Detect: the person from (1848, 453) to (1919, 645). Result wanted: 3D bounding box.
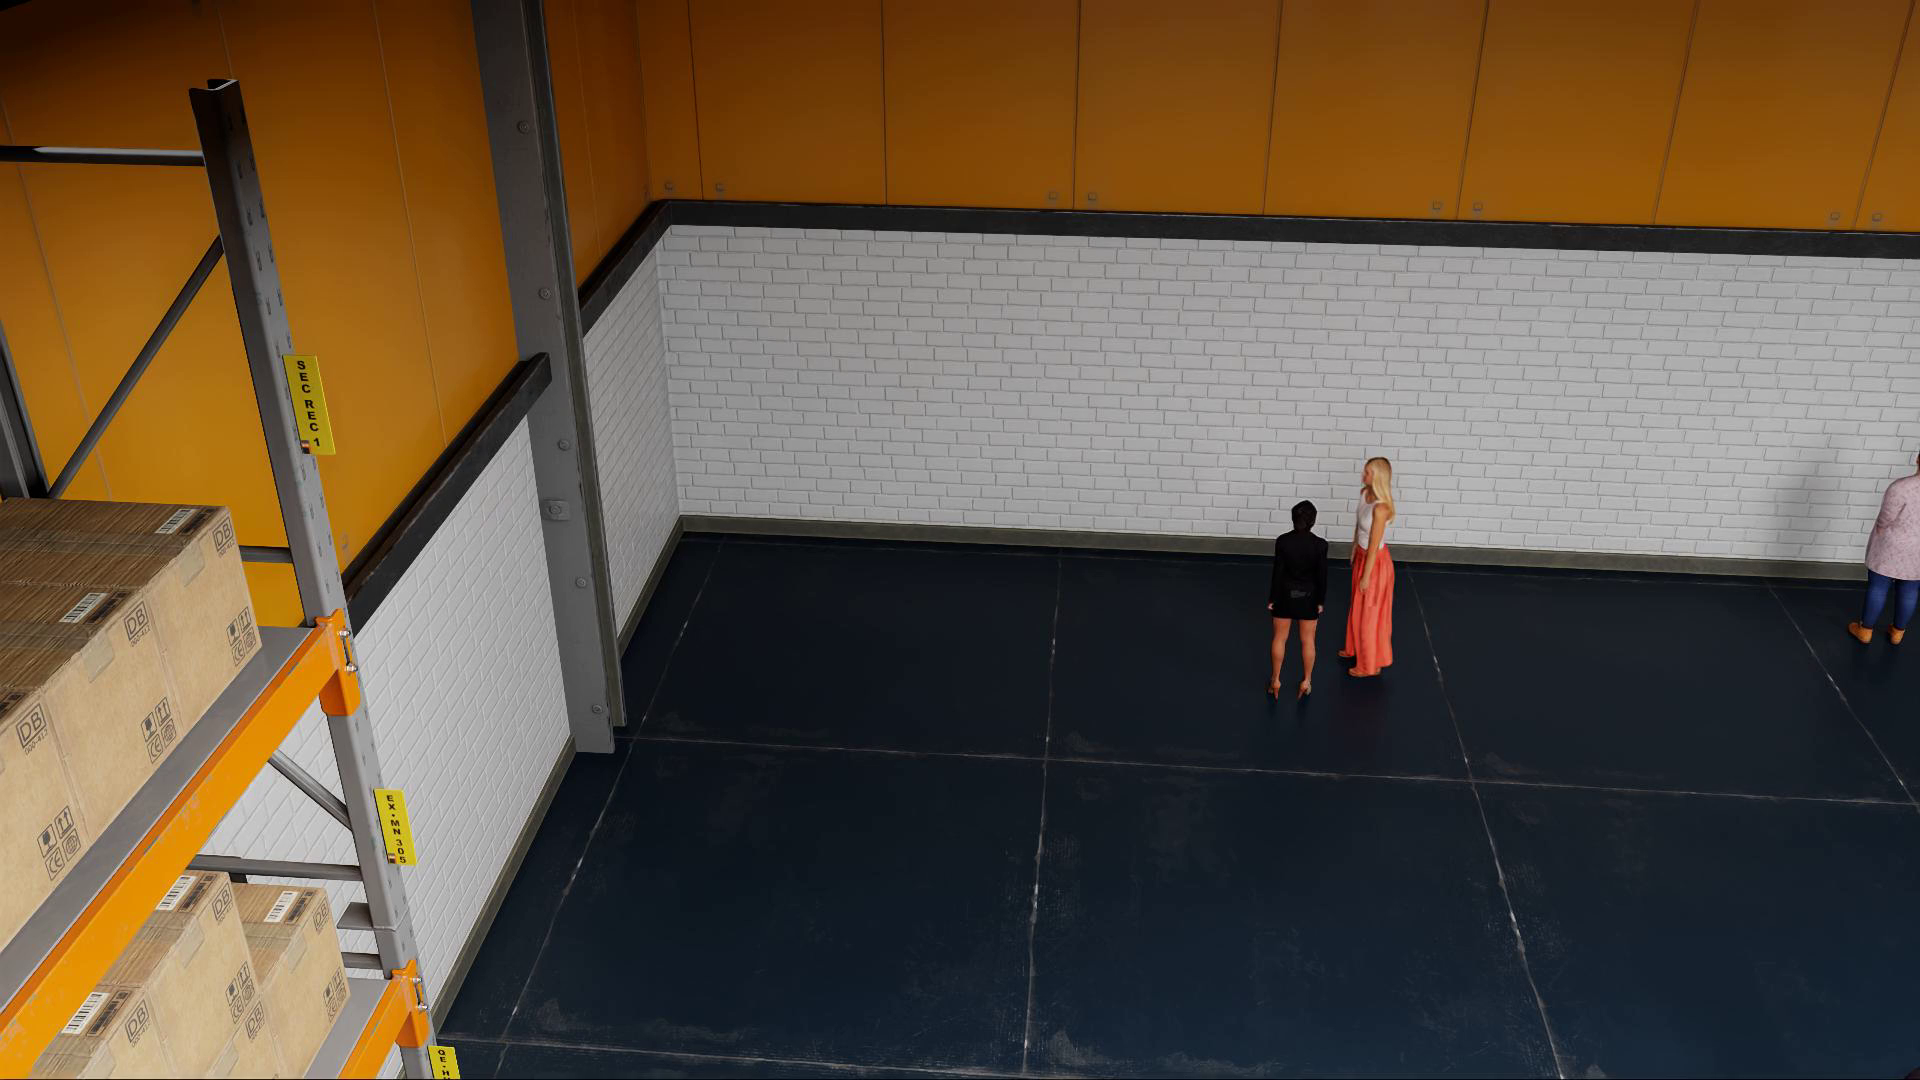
[{"bbox_3d":[7.363,0.017,12.948,0.671,1.744,0.602,3,29,5],"label":"person"}]

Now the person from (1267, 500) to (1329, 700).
[{"bbox_3d":[2.482,0.452,12.260,0.586,1.639,0.631,5,29,9],"label":"person"}]

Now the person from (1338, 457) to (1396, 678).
[{"bbox_3d":[3.114,0.195,12.567,0.718,1.797,0.592,-1,29,-2],"label":"person"}]
